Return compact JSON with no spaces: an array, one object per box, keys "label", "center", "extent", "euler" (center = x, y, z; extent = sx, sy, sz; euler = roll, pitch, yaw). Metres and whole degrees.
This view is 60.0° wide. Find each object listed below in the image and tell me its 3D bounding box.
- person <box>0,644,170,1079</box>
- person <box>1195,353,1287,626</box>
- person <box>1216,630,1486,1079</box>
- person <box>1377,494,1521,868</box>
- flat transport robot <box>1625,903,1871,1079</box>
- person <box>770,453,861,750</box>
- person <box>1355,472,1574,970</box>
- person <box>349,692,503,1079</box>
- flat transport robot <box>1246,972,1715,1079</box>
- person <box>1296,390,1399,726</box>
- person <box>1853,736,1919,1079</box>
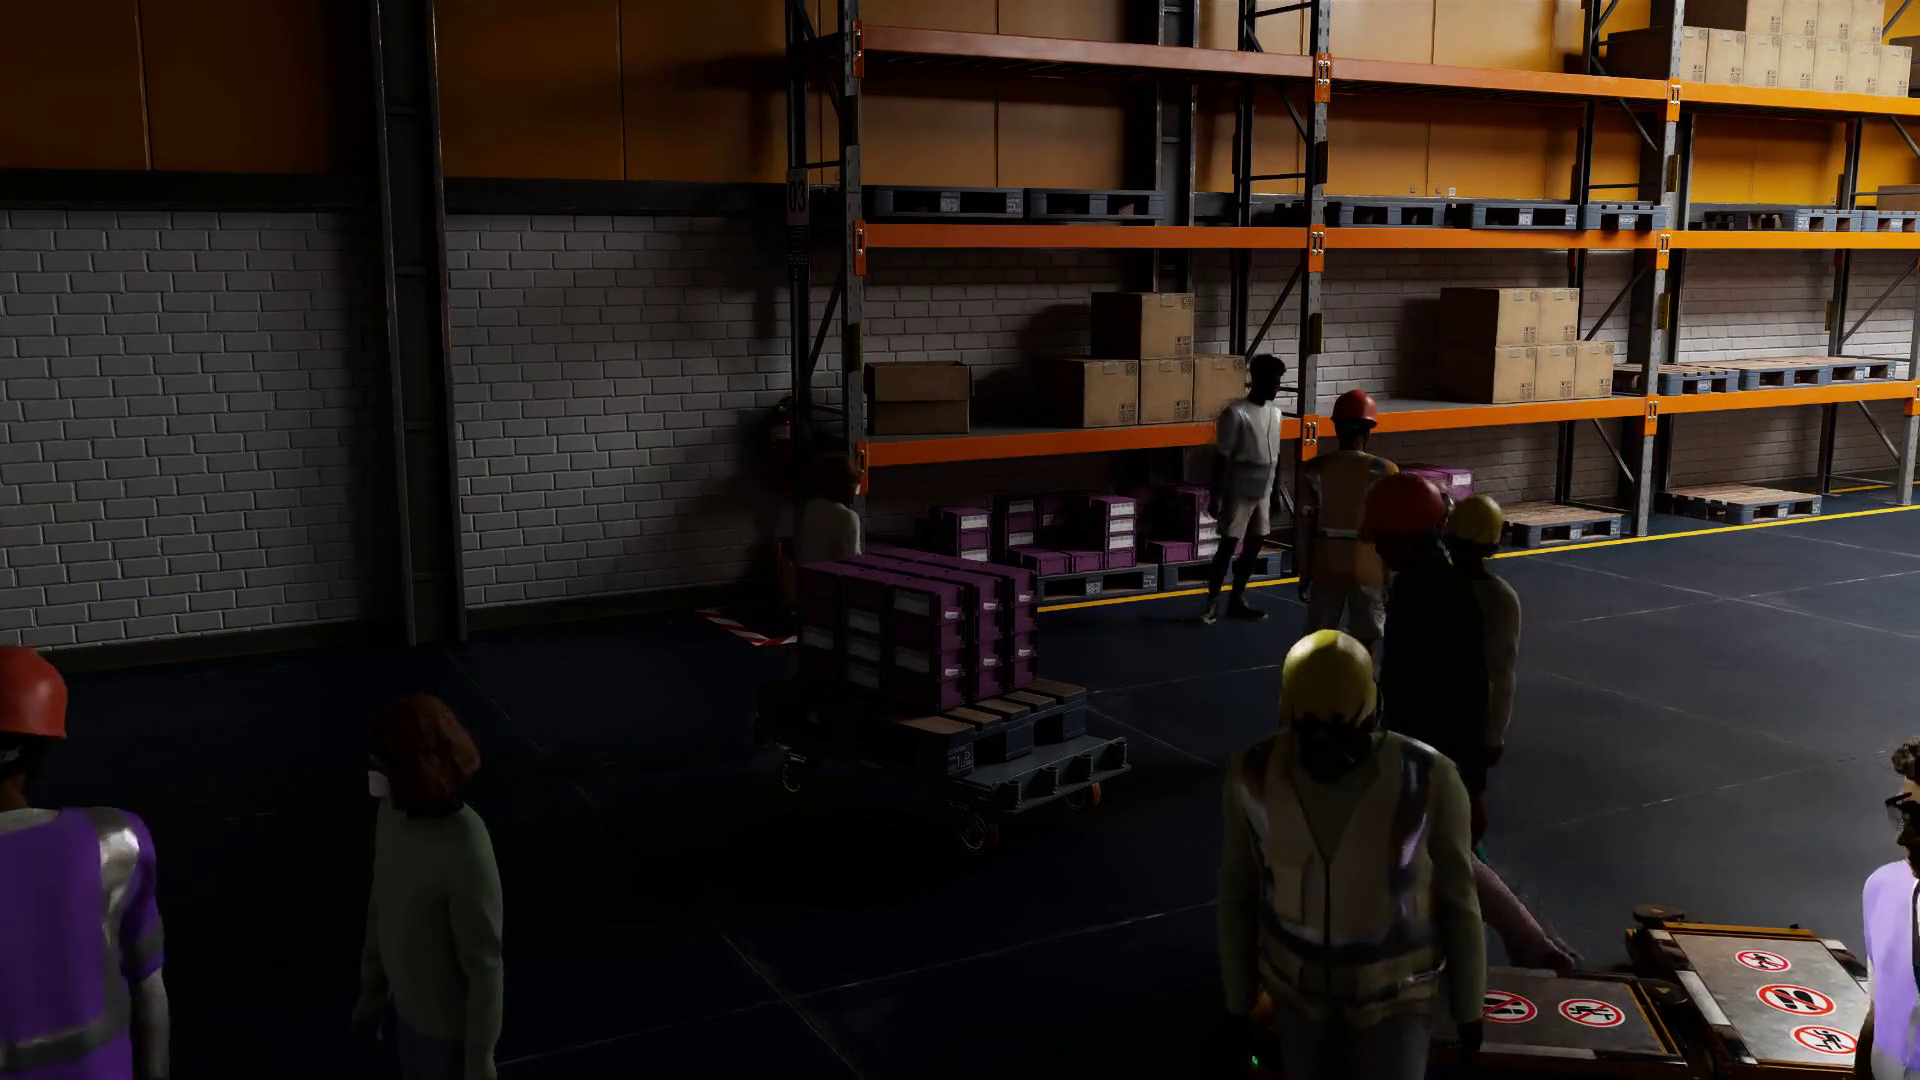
[{"label":"person","center":[-1.740,1.160,3.173],"extent":[0.560,1.903,0.745],"euler":[-10,14,-44]},{"label":"person","center":[2.011,-0.347,11.793],"extent":[0.763,1.934,0.370],"euler":[-8,13,-38]},{"label":"person","center":[0.905,1.077,3.954],"extent":[0.625,1.793,0.469],"euler":[5,11,27]},{"label":"person","center":[1.914,0.666,6.472],"extent":[0.530,1.741,0.623],"euler":[-4,11,-21]},{"label":"flat transport robot","center":[2.716,1.570,5.494],"extent":[0.652,0.197,1.431],"euler":[1,10,8]},{"label":"person","center":[-0.735,0.324,8.900],"extent":[0.835,1.592,0.513],"euler":[-6,12,-33]},{"label":"person","center":[1.658,0.729,5.583],"extent":[0.936,1.942,0.681],"euler":[0,10,1]},{"label":"person","center":[-1.249,1.156,3.962],"extent":[0.291,1.634,0.507],"euler":[-8,13,-40]},{"label":"flat transport robot","center":[1.652,1.592,5.368],"extent":[1.431,0.197,0.652],"euler":[1,10,8]},{"label":"person","center":[2.043,0.176,8.756],"extent":[0.543,1.928,0.372],"euler":[4,11,23]},{"label":"person","center":[1.848,1.227,3.007],"extent":[0.447,1.824,0.607],"euler":[-2,10,-11]}]
